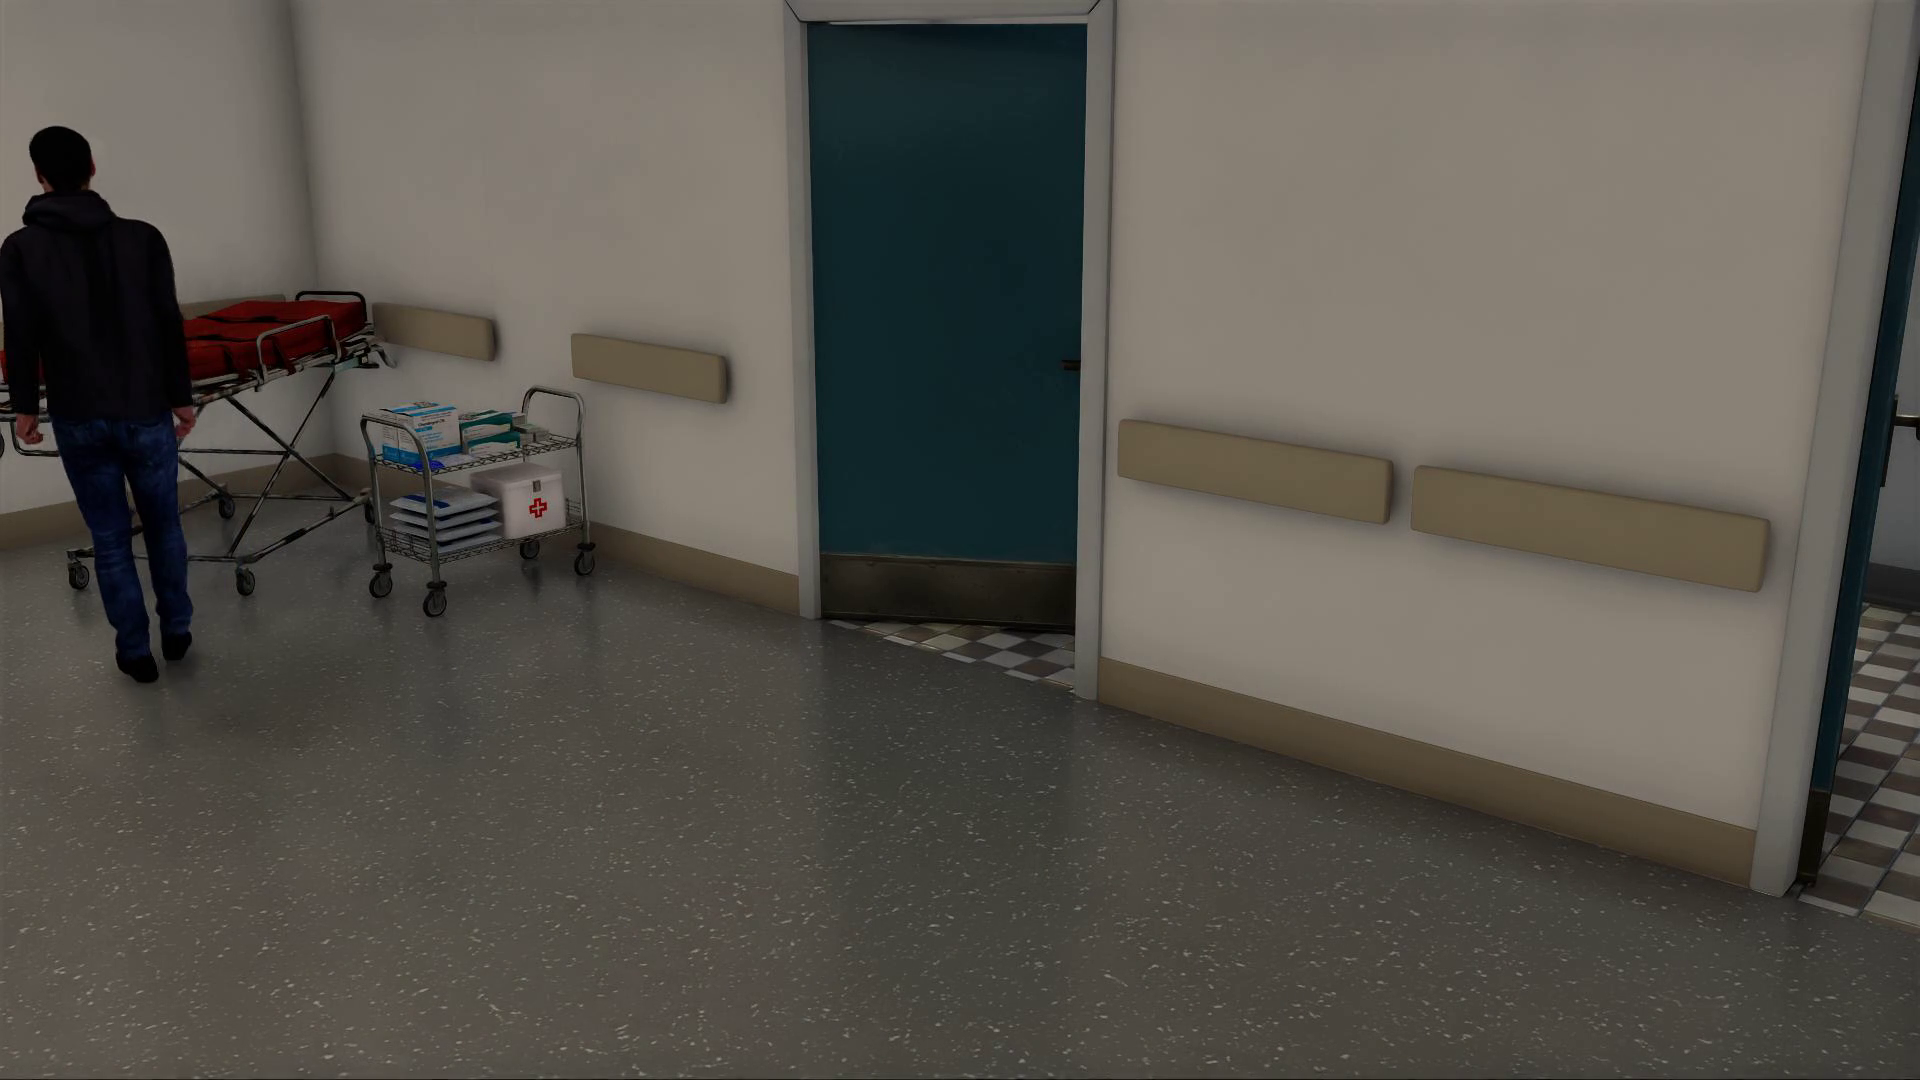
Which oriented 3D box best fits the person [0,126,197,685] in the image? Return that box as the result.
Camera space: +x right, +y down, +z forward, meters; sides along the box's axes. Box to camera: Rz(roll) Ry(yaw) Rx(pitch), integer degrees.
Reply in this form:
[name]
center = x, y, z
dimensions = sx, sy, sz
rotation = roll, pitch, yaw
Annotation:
[person]
center = -2.840, -0.419, 5.579
dimensions = 0.785, 1.880, 0.787
rotation = -10, 19, -32
